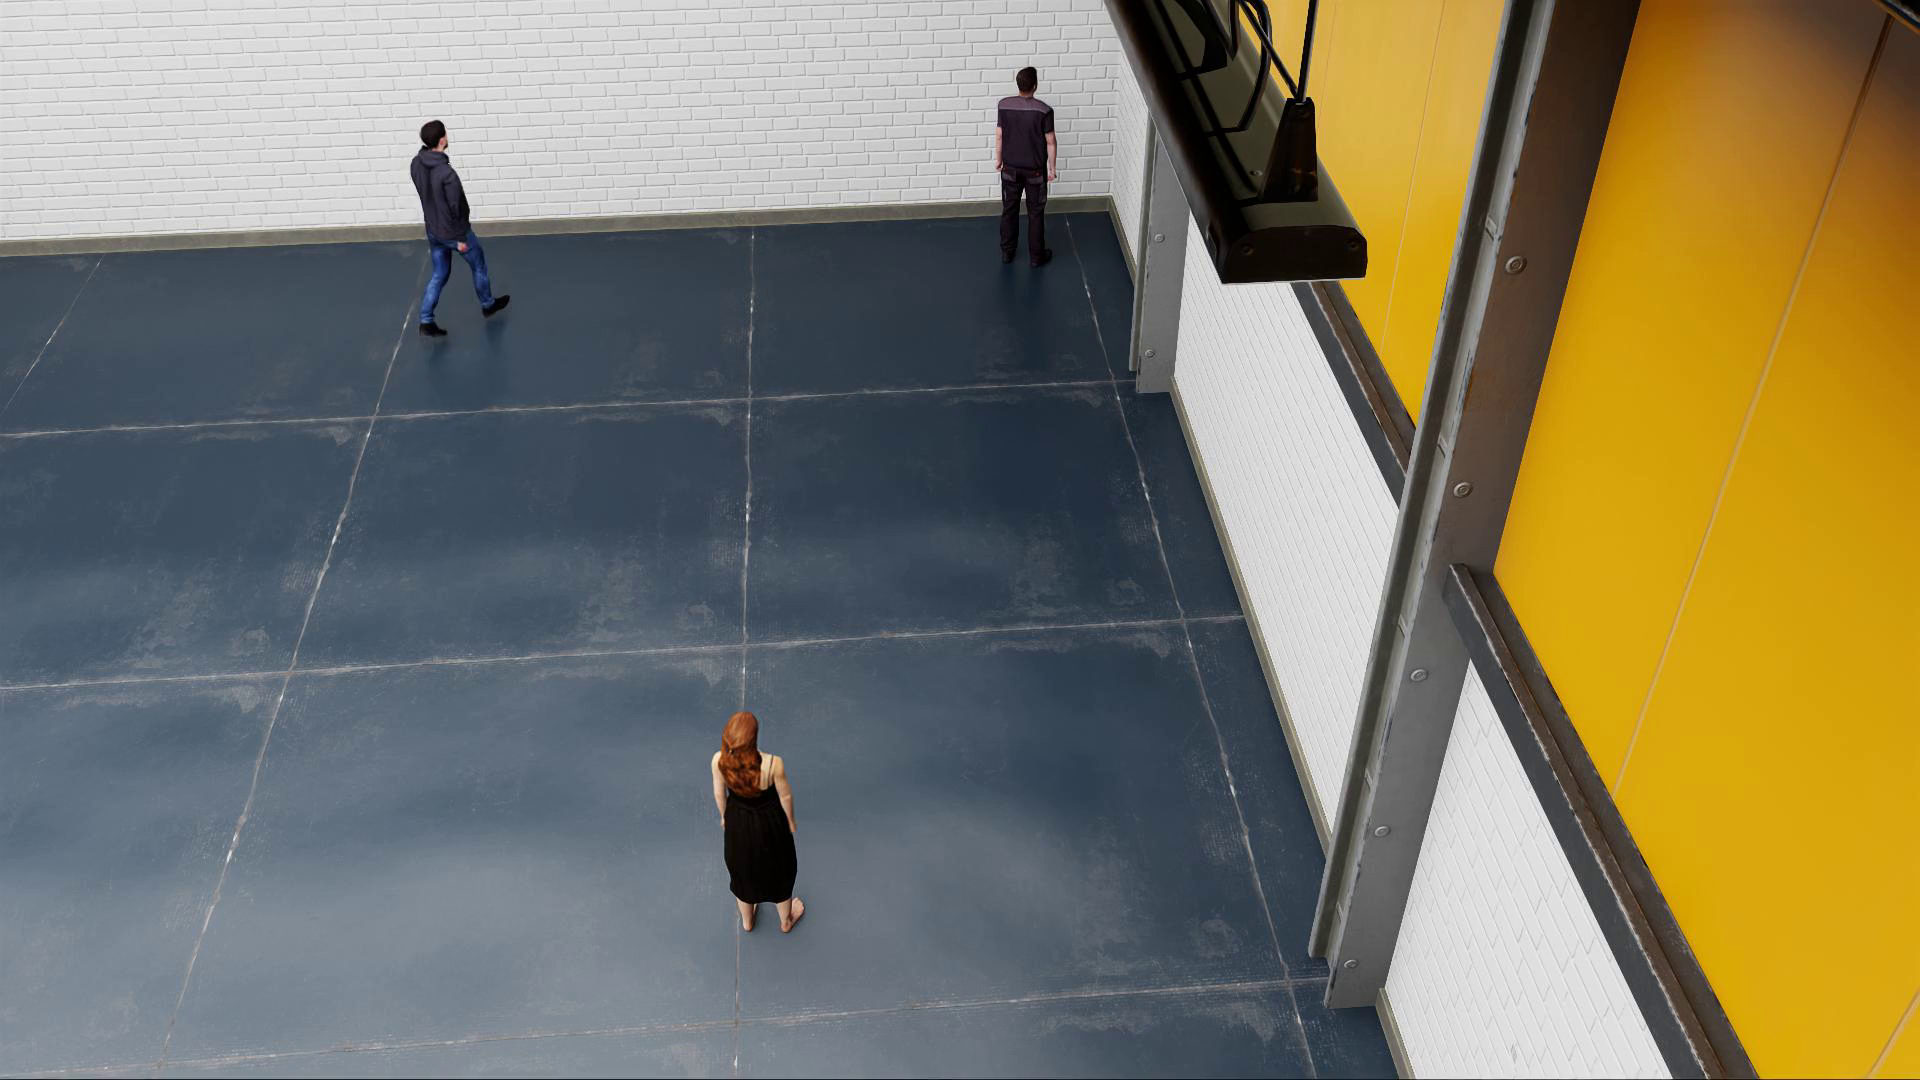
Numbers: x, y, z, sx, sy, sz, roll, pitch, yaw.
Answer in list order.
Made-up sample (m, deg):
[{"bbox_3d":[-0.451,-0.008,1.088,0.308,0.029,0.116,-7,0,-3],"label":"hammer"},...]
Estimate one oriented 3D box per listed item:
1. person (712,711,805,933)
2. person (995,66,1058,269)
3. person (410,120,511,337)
[{"bbox_3d":[-1.099,1.523,8.907,0.612,1.624,0.616,4,39,5],"label":"person"},{"bbox_3d":[0.574,-3.317,14.790,0.806,1.845,0.766,13,41,16],"label":"person"},{"bbox_3d":[-4.320,-2.525,13.792,1.143,1.853,1.283,21,43,24],"label":"person"}]
